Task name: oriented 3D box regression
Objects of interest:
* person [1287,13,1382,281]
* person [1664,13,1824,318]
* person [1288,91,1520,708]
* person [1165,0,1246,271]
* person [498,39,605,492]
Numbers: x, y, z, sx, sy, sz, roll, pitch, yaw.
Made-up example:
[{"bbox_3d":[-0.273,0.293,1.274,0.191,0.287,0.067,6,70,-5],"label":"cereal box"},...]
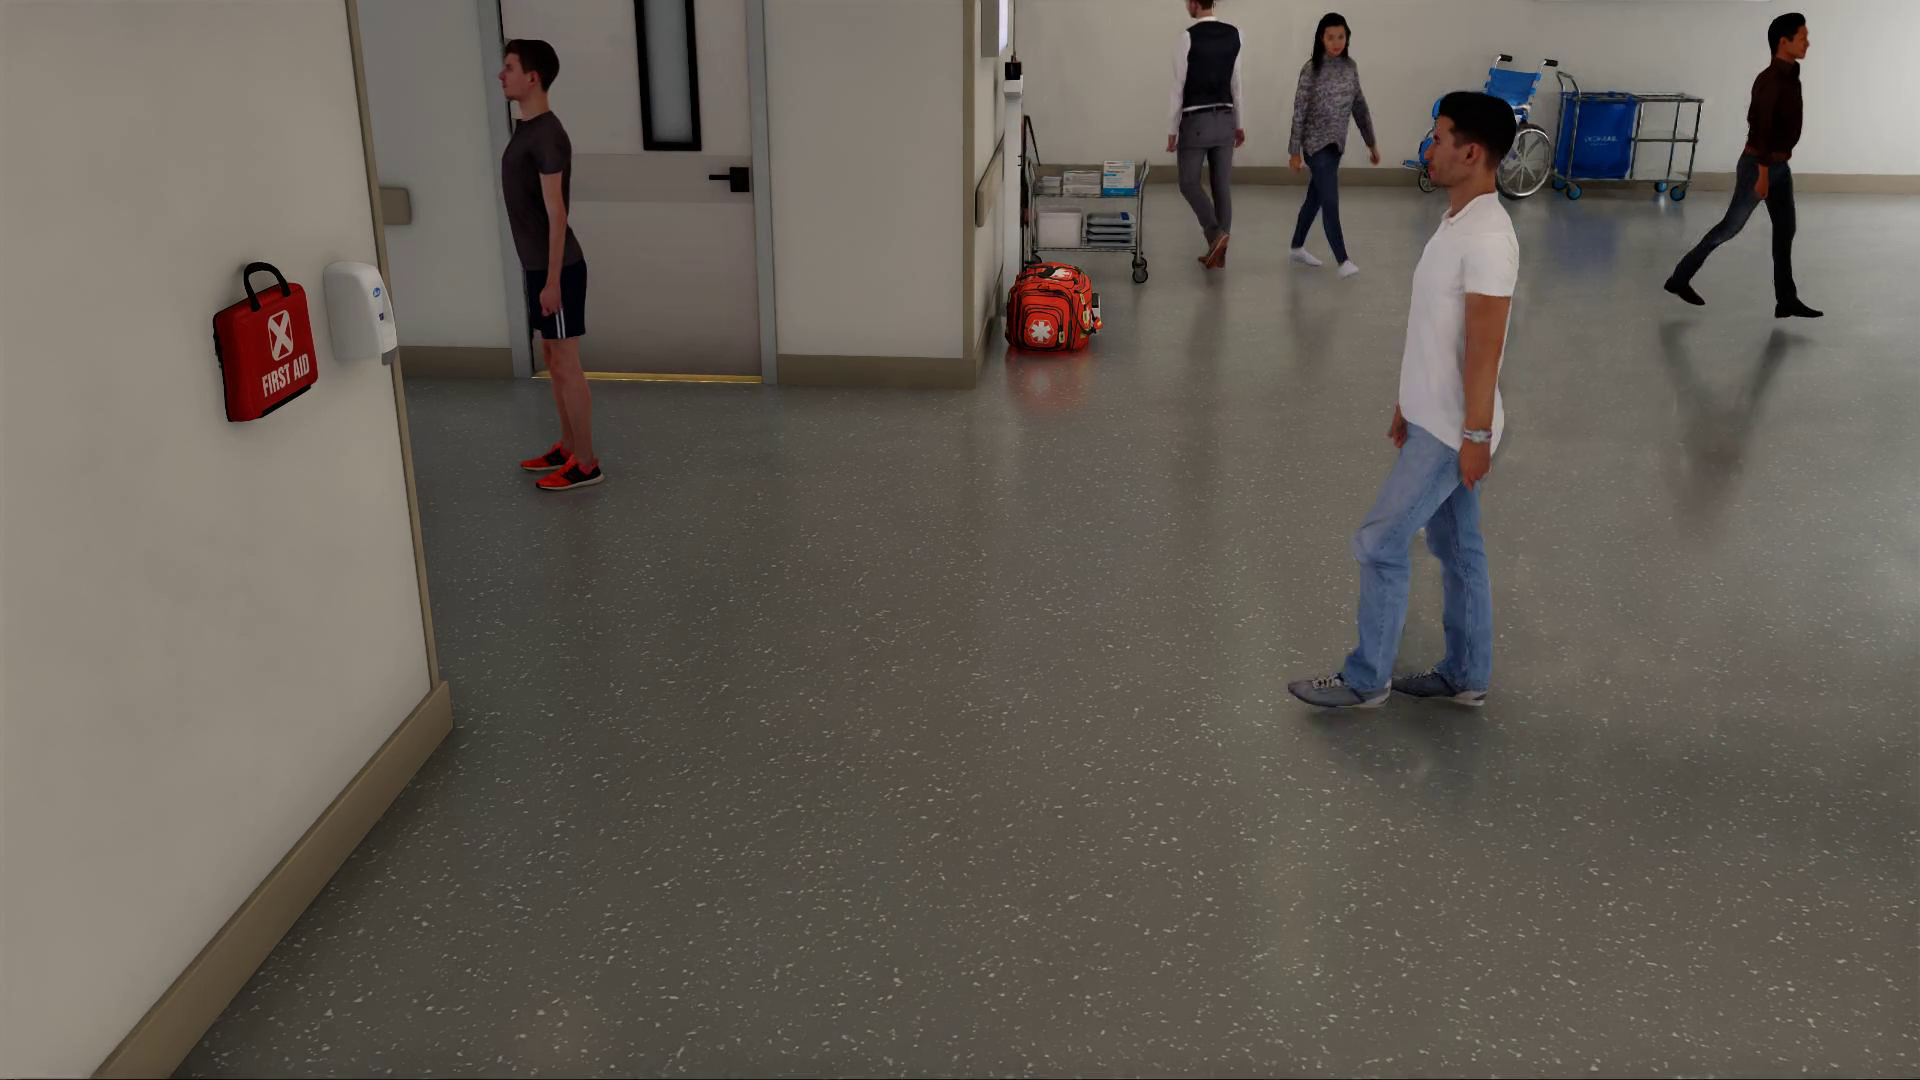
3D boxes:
[{"bbox_3d":[2.362,-2.589,11.036,1.130,1.678,1.260,-14,25,-32],"label":"person"},{"bbox_3d":[4.677,-2.189,9.892,1.165,1.741,1.184,17,27,38],"label":"person"},{"bbox_3d":[1.516,-0.339,4.864,0.812,1.841,0.821,5,21,13],"label":"person"},{"bbox_3d":[1.674,-2.741,11.100,0.907,1.917,1.004,-3,21,-9],"label":"person"},{"bbox_3d":[-1.704,-1.137,6.956,0.793,1.853,0.653,-8,22,-19],"label":"person"}]
